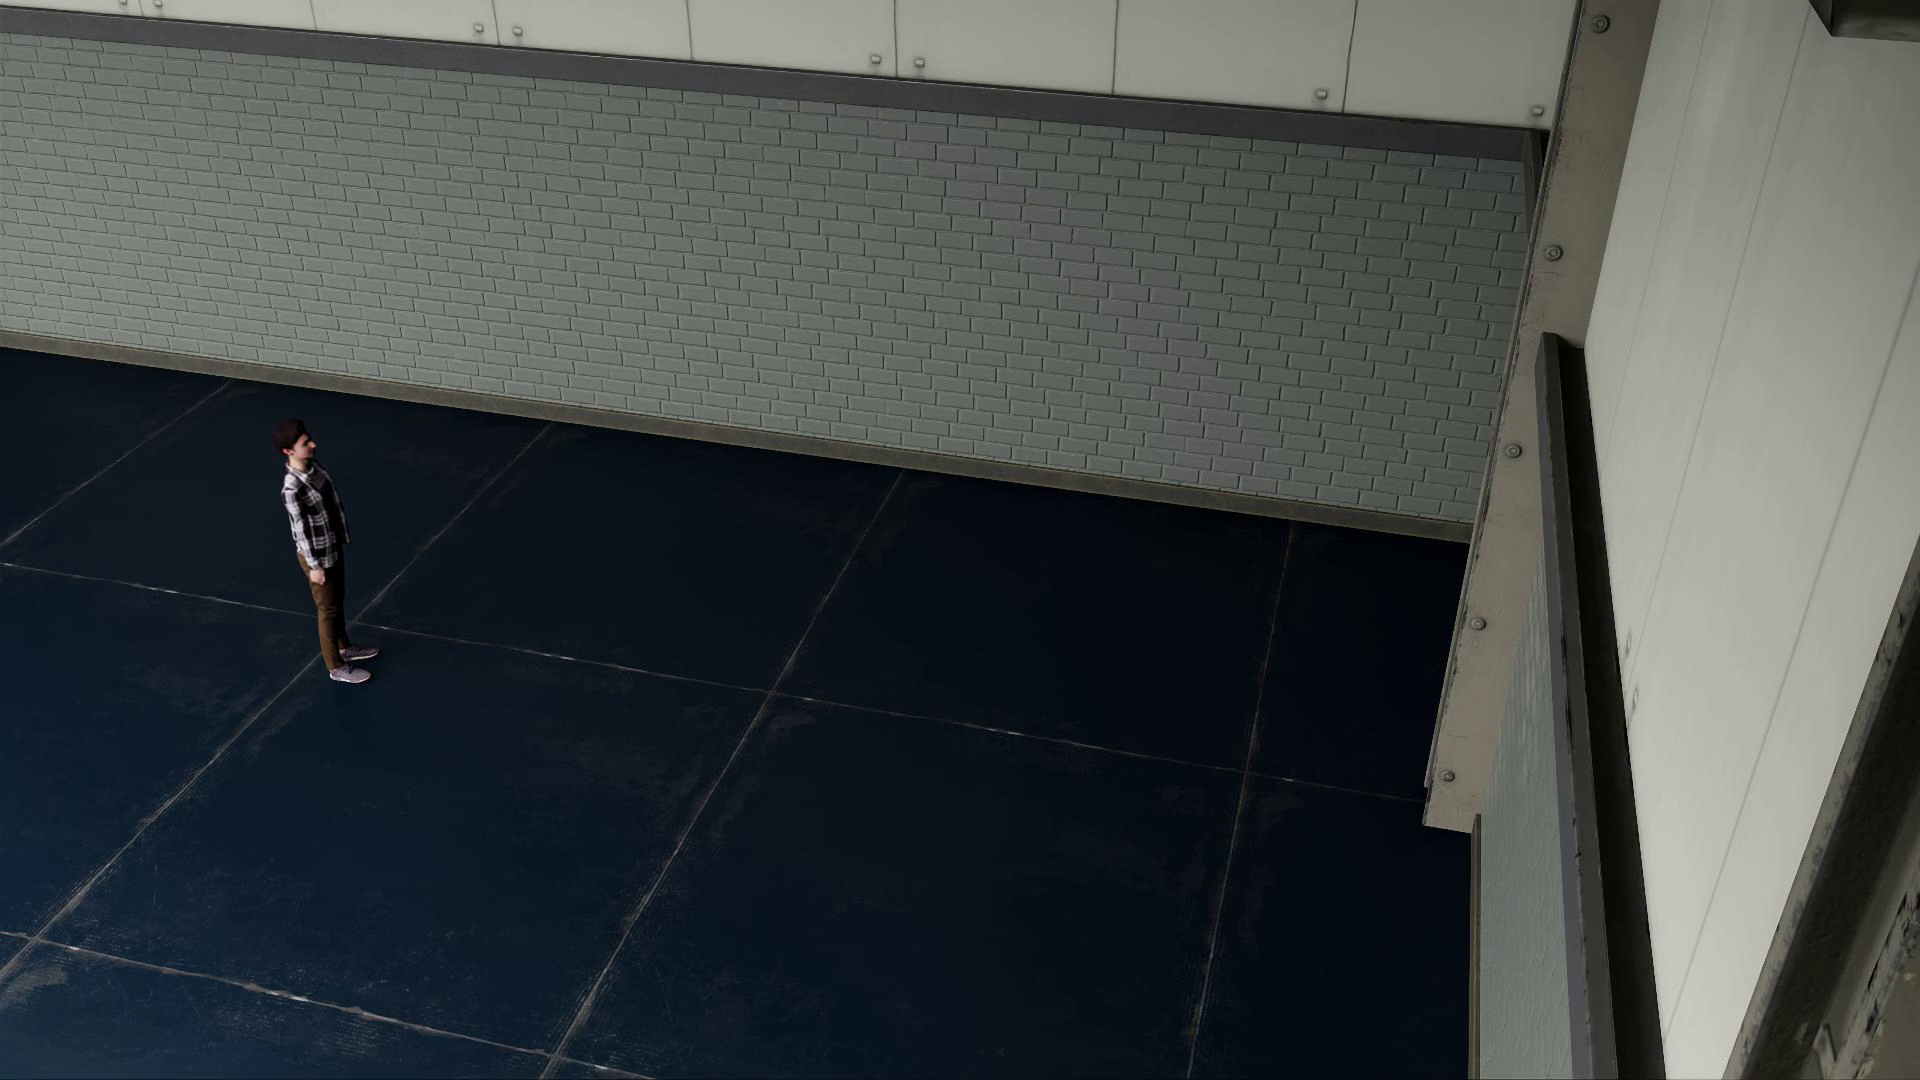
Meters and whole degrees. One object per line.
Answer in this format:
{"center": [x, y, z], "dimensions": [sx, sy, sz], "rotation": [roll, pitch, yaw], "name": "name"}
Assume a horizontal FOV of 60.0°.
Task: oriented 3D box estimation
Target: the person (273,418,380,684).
{"center": [-3.955, 0.058, 10.279], "dimensions": [0.753, 1.808, 0.596], "rotation": [-3, 32, -5], "name": "person"}
